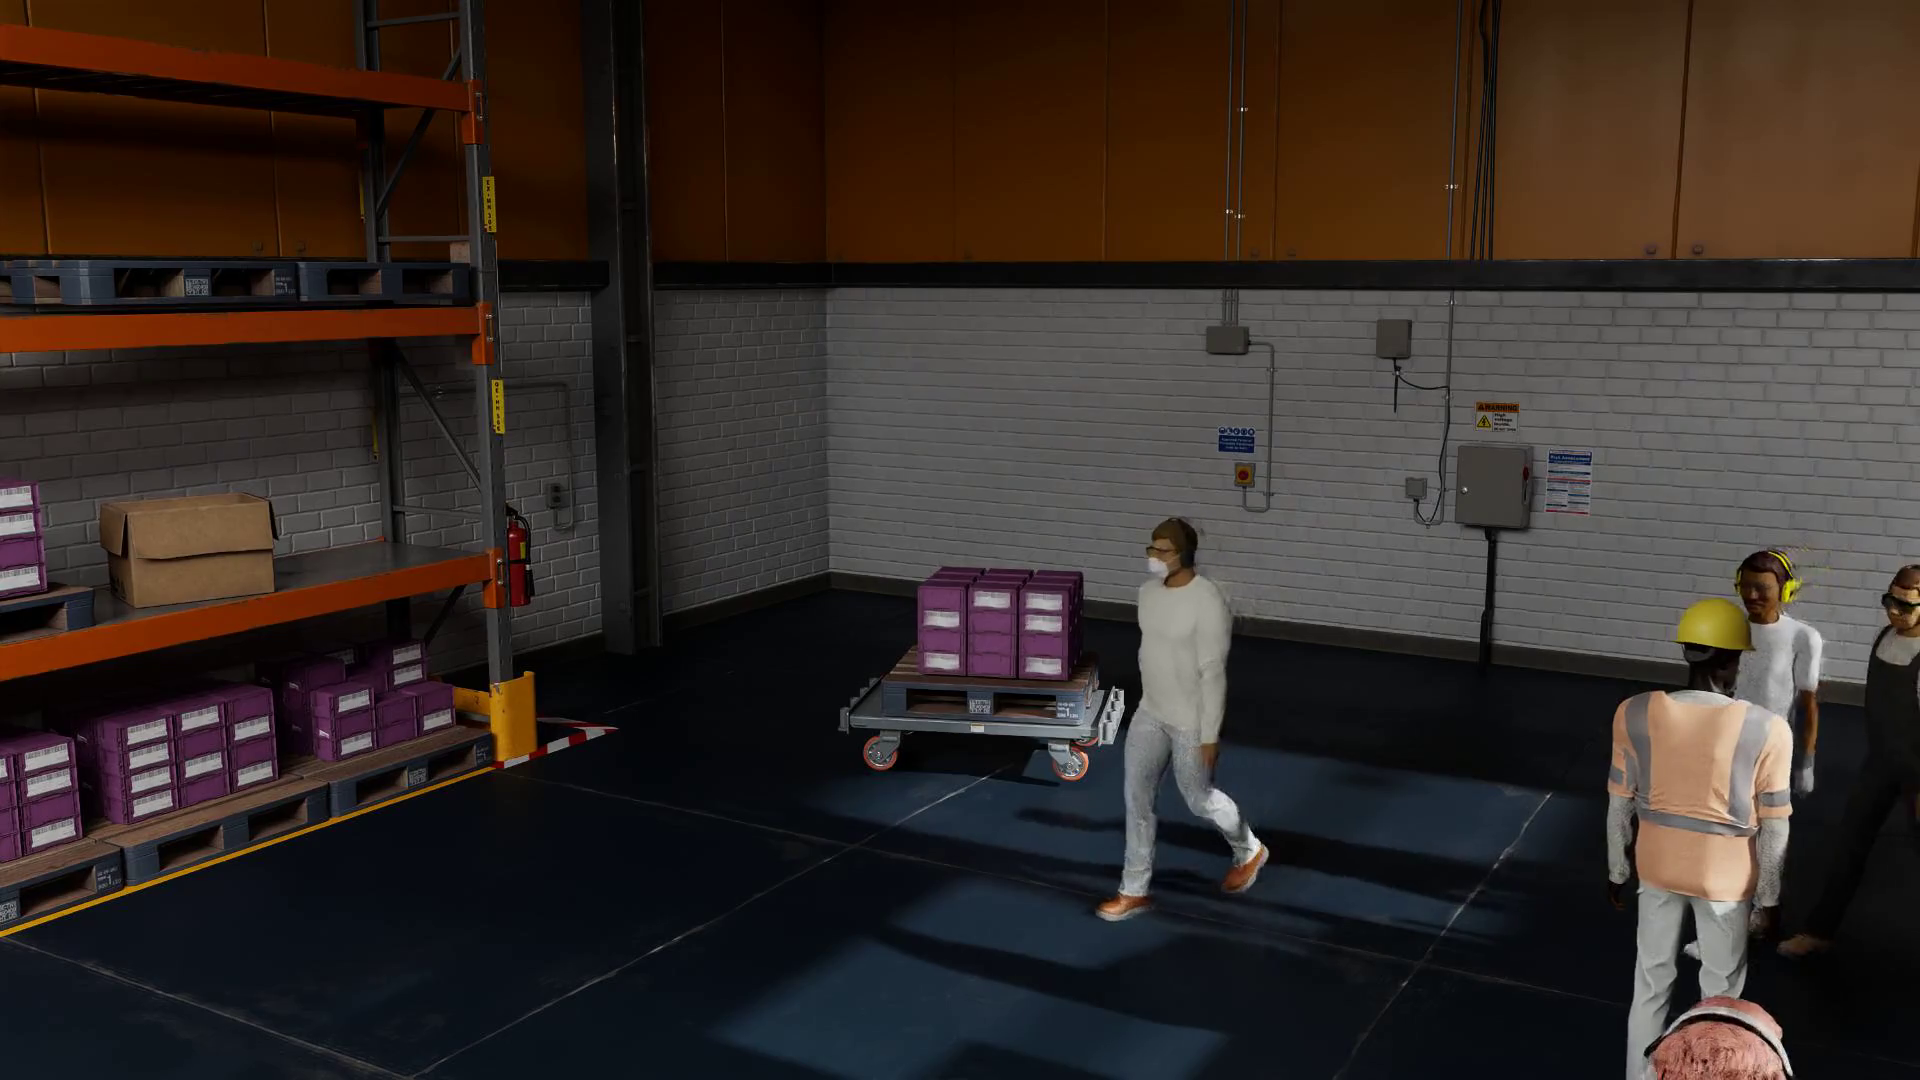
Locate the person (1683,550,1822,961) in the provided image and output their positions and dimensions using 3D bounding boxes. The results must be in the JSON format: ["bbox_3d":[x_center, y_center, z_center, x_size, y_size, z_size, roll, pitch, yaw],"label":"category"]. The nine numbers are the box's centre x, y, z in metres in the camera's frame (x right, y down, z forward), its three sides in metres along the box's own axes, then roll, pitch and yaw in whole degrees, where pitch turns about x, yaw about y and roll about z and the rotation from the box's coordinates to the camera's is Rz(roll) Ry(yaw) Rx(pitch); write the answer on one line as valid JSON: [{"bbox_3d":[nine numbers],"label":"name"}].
[{"bbox_3d":[3.438,0.947,7.367,0.947,1.820,0.545,-6,11,-34],"label":"person"}]

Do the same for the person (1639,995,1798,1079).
[{"bbox_3d":[1.182,1.659,2.735,0.673,1.891,0.435,5,10,27],"label":"person"}]

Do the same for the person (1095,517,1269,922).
[{"bbox_3d":[1.084,0.827,7.891,0.931,1.907,0.637,-6,11,-32],"label":"person"}]

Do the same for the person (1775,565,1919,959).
[{"bbox_3d":[4.166,0.984,7.299,0.965,1.797,0.535,-2,9,-10],"label":"person"}]

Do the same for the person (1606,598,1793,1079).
[{"bbox_3d":[2.553,1.155,5.784,0.587,1.922,0.383,7,11,36],"label":"person"}]
